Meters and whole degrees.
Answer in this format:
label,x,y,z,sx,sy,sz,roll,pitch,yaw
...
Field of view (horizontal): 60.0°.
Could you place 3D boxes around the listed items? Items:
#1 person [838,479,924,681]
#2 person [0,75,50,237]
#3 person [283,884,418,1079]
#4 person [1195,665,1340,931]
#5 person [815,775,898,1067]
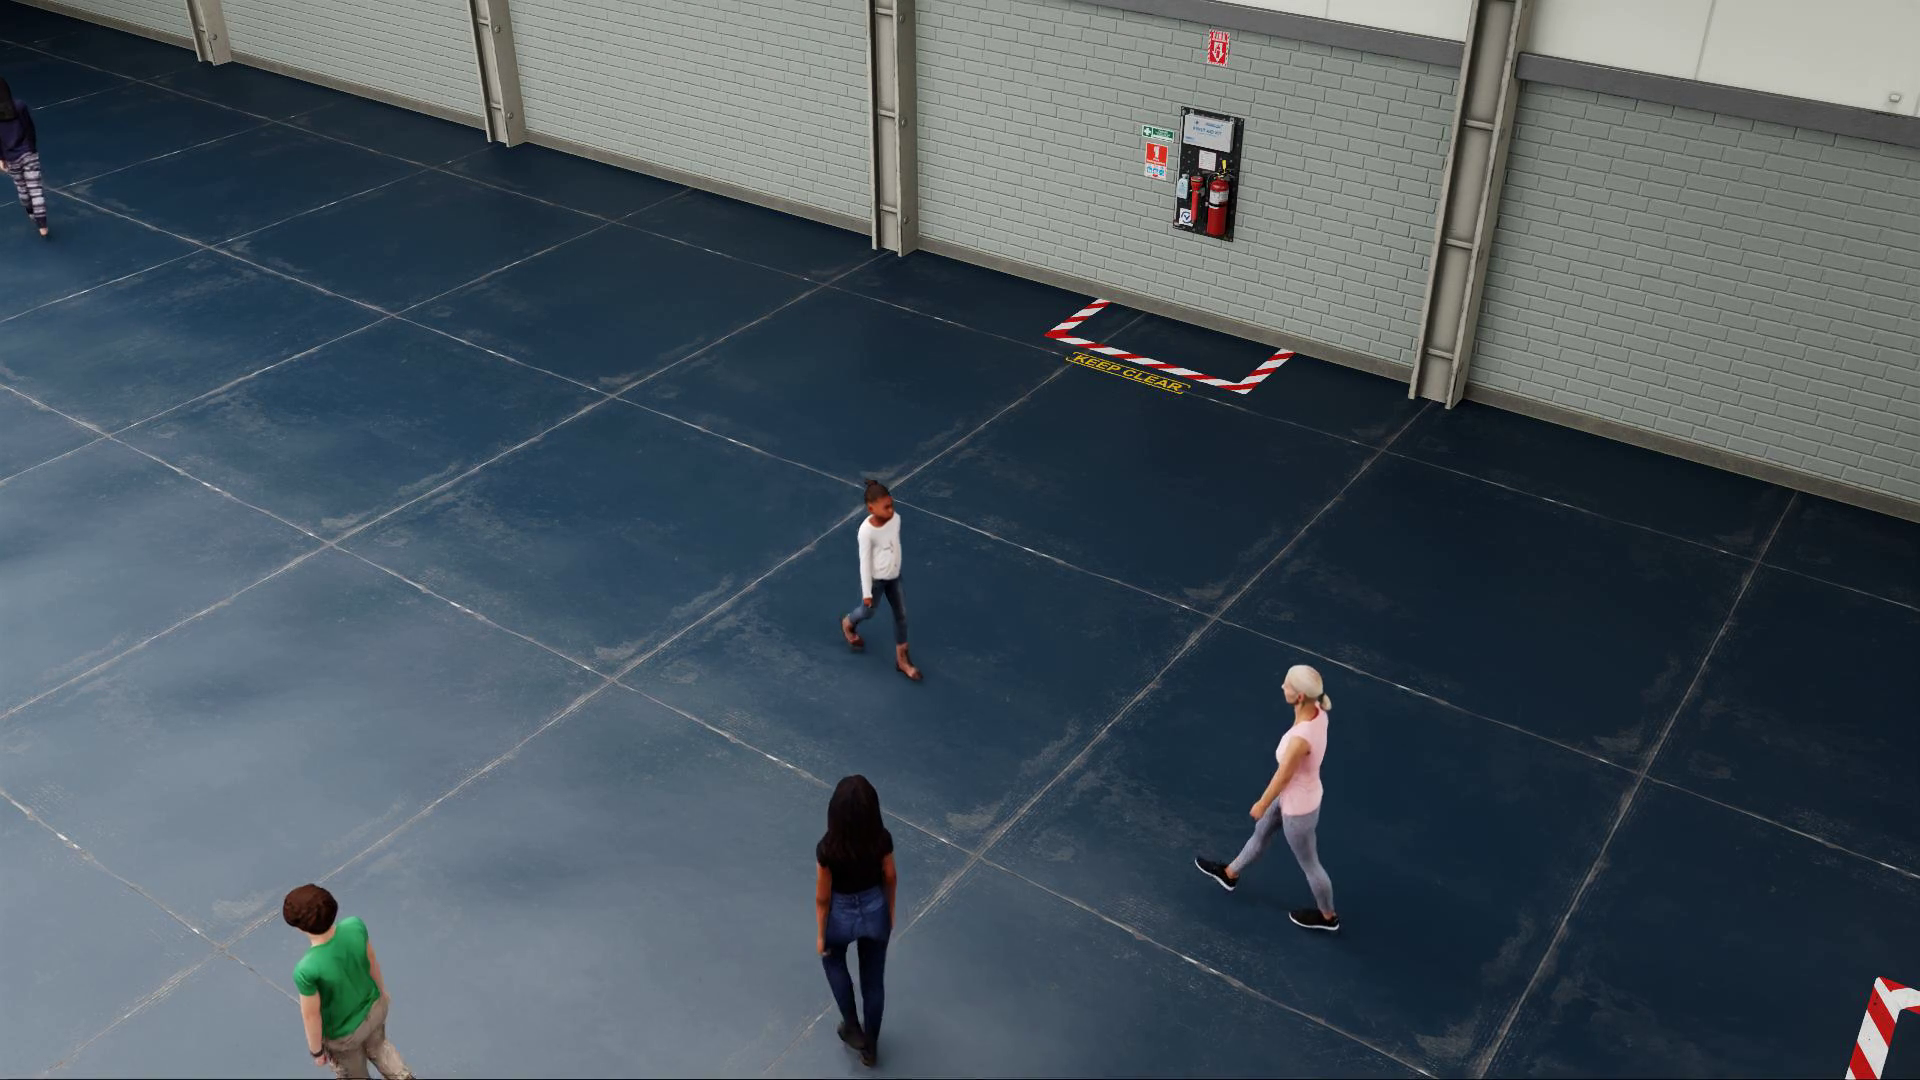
label,x,y,z,sx,sy,sz,roll,pitch,yaw
person,-0.574,0.232,11.051,1.021,1.427,0.637,27,41,36
person,-9.915,-4.033,17.578,0.928,1.677,1.202,-17,36,-25
person,-2.740,2.235,7.673,0.793,1.644,0.671,15,35,22
person,1.892,1.433,8.907,1.126,1.684,0.718,12,34,18
person,-0.477,1.929,8.084,0.702,1.724,0.750,-9,33,-15
